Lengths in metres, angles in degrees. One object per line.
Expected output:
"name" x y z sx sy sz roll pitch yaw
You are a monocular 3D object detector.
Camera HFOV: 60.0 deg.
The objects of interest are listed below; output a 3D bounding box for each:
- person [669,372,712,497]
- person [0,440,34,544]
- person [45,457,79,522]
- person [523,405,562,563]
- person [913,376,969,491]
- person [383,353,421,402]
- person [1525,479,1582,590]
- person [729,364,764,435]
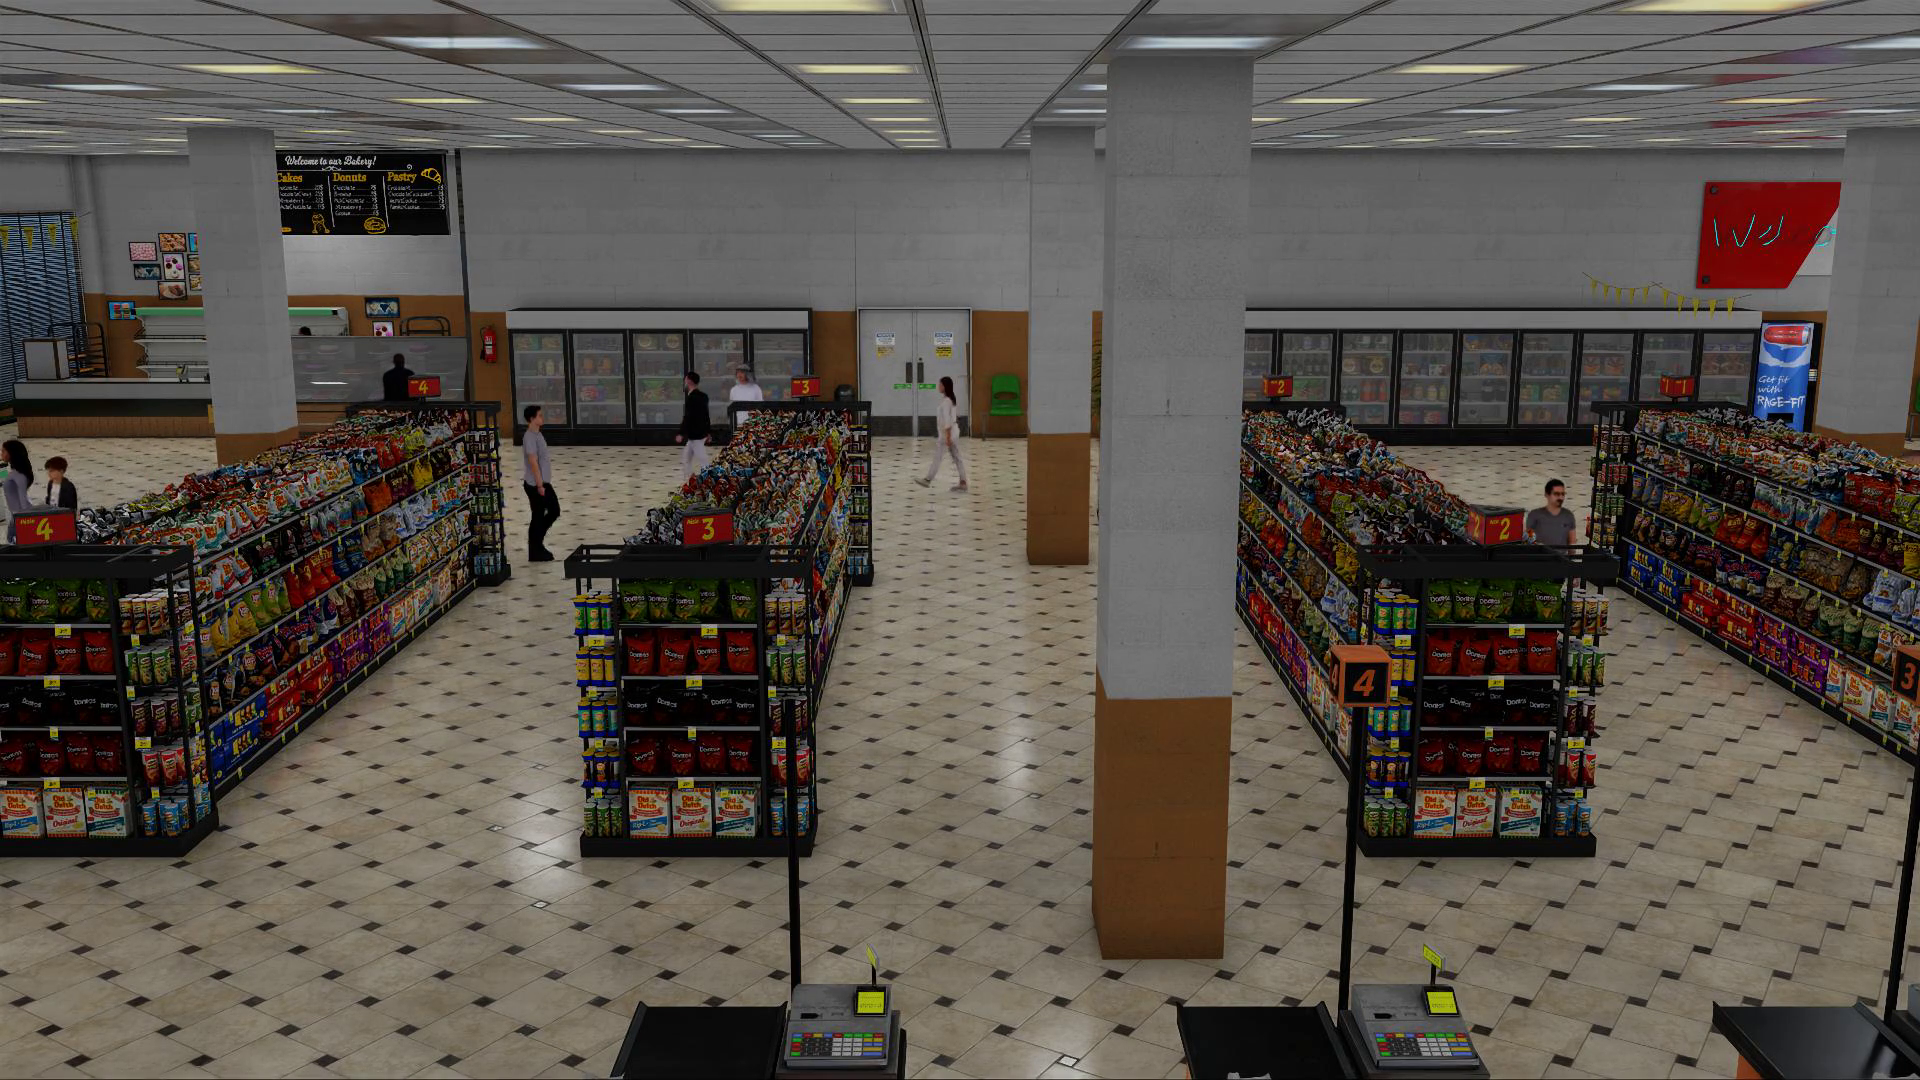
"person" -3.577 -1.421 23.254 0.789 1.809 0.934 2 12 8
"person" -9.847 -0.200 17.700 1.004 1.707 1.106 -6 13 -27
"person" -9.878 -0.198 18.388 0.797 1.421 0.961 6 13 28
"person" -5.033 -0.651 19.493 0.737 1.851 0.556 0 12 2
"person" -0.090 -1.504 24.041 0.867 1.647 1.046 3 12 16
"person" -8.742 -1.998 26.012 0.692 1.802 0.775 0 12 2
"person" 5.357 0.307 15.296 0.812 1.707 1.194 -2 12 -11
"person" -2.976 -1.536 23.545 0.827 1.914 0.938 3 12 14
